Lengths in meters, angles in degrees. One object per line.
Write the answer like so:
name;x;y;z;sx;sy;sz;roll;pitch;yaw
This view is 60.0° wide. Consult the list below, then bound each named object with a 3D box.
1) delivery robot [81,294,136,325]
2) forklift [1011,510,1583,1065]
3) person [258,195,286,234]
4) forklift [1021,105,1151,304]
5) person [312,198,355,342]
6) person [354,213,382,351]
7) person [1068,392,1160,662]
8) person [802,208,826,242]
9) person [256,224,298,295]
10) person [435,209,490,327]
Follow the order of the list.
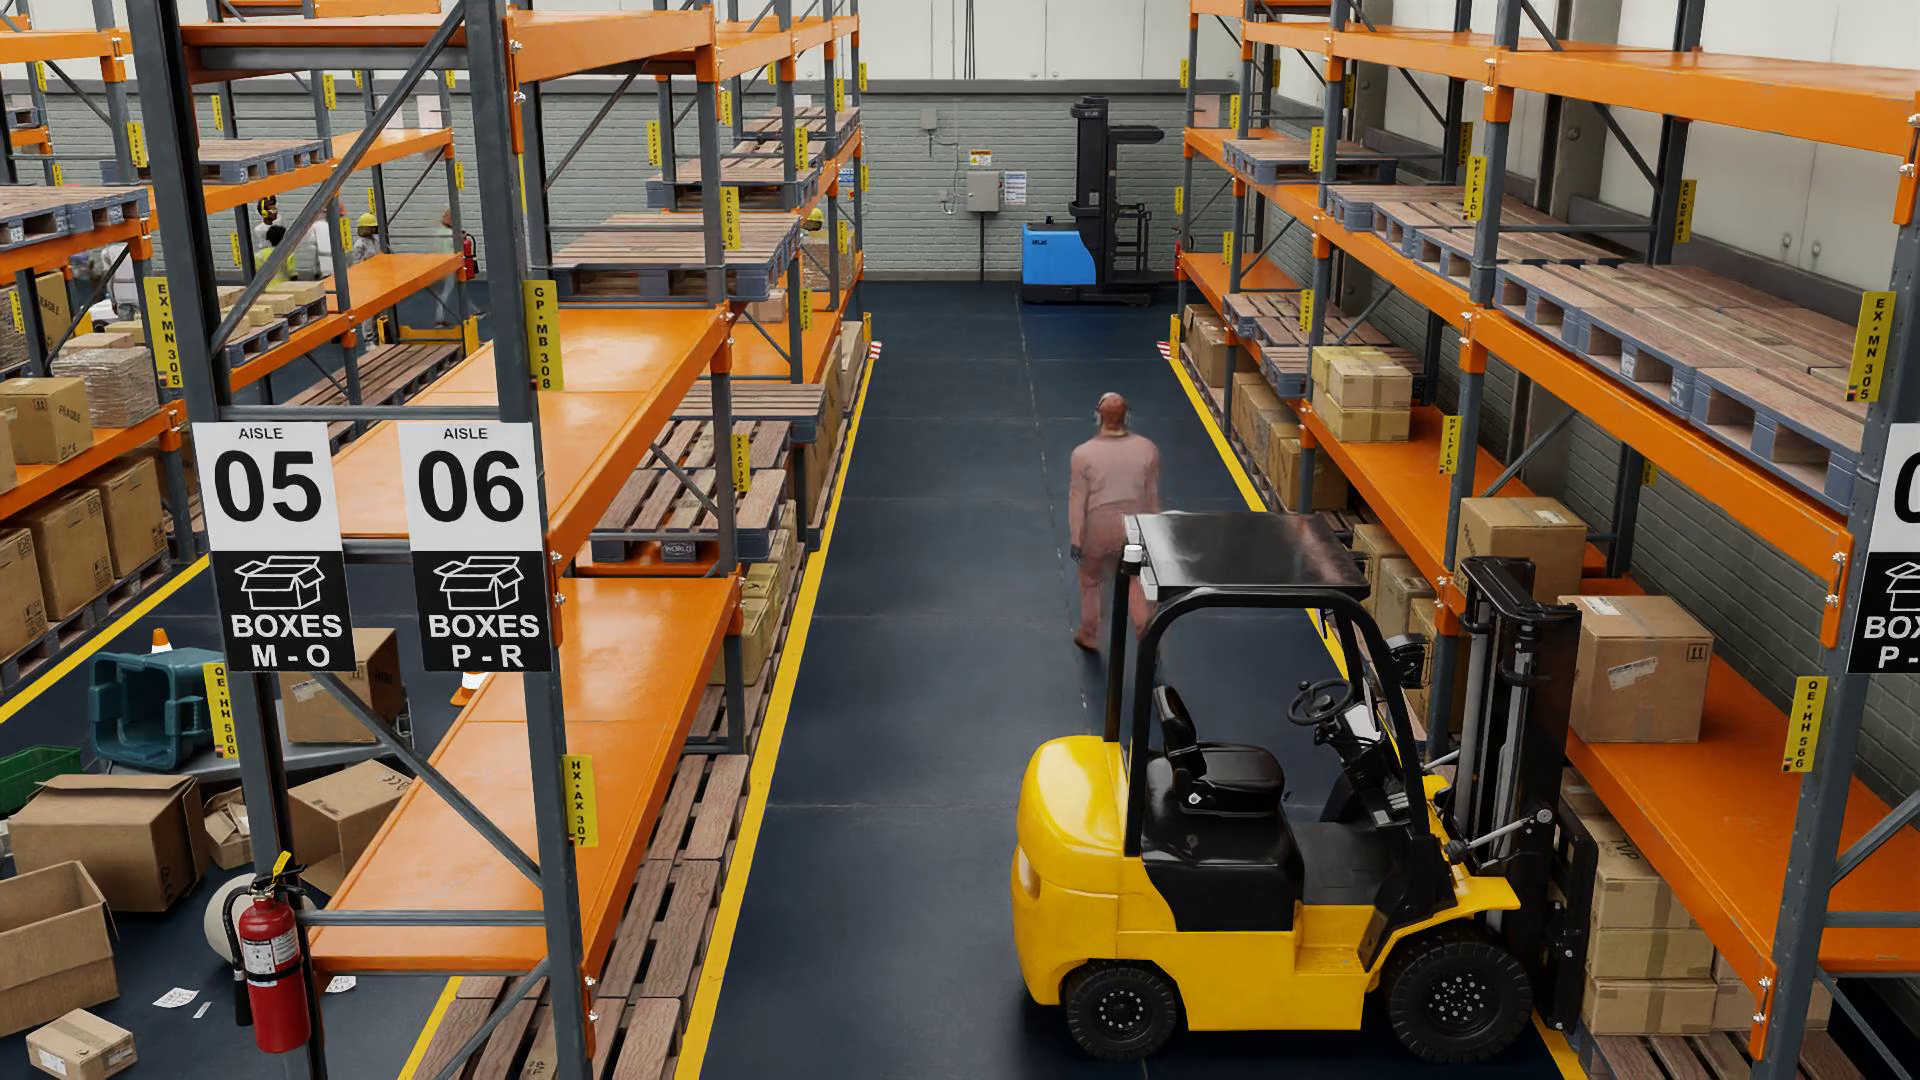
delivery robot;-11.294;-3.036;22.170;0.707;0.478;0.477;-13;22;-34
forklift;1.387;1.055;7.378;2.313;2.155;1.214;0;18;0
person;-9.254;-3.794;22.578;0.336;1.859;0.499;-13;22;-34
forklift;1.857;-4.944;24.441;1.873;2.768;1.129;0;18;0
person;-8.195;-3.544;21.794;0.593;1.885;0.678;8;20;22
person;-7.481;-3.286;21.209;0.306;1.745;0.483;4;19;12
person;1.042;-0.058;11.237;0.653;1.884;0.776;-6;19;-17
person;-1.904;-3.477;21.806;0.325;1.732;0.489;-1;18;-4
person;-8.431;-3.071;20.662;0.532;1.679;0.379;1;18;2
person;-6.901;-3.744;22.824;0.871;1.583;0.522;-15;24;-39
